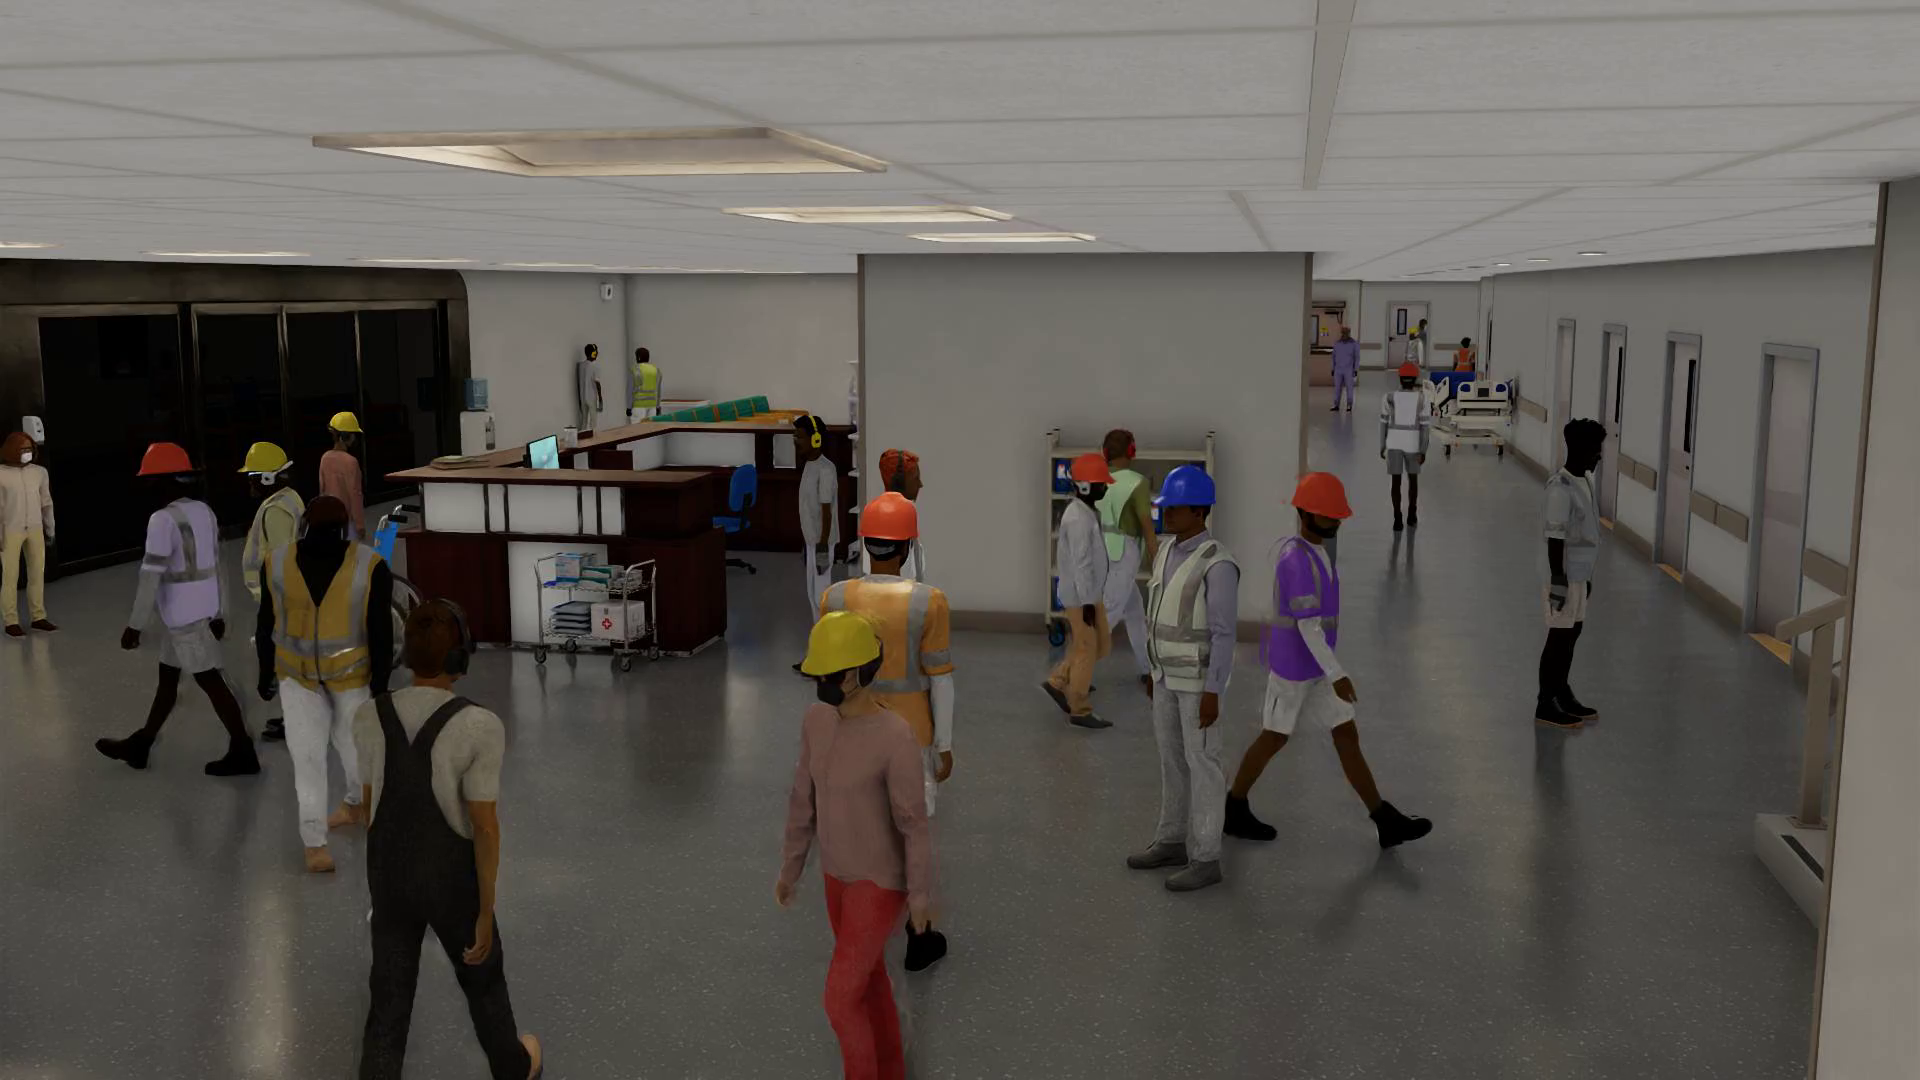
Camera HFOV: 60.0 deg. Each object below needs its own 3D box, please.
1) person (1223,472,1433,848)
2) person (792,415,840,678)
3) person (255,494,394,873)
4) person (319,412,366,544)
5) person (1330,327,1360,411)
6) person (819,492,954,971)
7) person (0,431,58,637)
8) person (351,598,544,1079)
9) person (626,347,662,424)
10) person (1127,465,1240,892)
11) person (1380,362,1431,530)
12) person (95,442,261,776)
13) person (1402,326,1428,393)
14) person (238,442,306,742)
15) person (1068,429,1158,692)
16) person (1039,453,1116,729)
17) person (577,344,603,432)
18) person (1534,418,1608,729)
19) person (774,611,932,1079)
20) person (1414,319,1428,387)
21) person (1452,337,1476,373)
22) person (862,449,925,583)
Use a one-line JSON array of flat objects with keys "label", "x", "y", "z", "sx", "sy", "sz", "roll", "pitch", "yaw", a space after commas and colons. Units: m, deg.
[{"label": "person", "x": 1.755, "y": 0.599, "z": 8.094, "sx": 1.063, "sy": 1.856, "sz": 0.546, "roll": 5, "pitch": 10, "yaw": 31}, {"label": "person", "x": -1.020, "y": 0.044, "z": 11.793, "sx": 0.326, "sy": 1.862, "sz": 0.508, "roll": -3, "pitch": 9, "yaw": -20}, {"label": "person", "x": -3.096, "y": 0.641, "z": 8.132, "sx": 0.663, "sy": 1.783, "sz": 0.923, "roll": -2, "pitch": 9, "yaw": -14}, {"label": "person", "x": -4.936, "y": -0.149, "z": 13.393, "sx": 0.533, "sy": 1.765, "sz": 0.329, "roll": 8, "pitch": 11, "yaw": 41}, {"label": "person", "x": 8.671, "y": -3.855, "z": 37.528, "sx": 0.636, "sy": 1.902, "sz": 0.406, "roll": 5, "pitch": 10, "yaw": 32}, {"label": "person", "x": -0.287, "y": 0.771, "z": 6.705, "sx": 0.550, "sy": 1.937, "sz": 0.357, "roll": 2, "pitch": 9, "yaw": 11}, {"label": "person", "x": -7.439, "y": -0.051, "z": 13.211, "sx": 0.285, "sy": 1.627, "sz": 0.504, "roll": 5, "pitch": 10, "yaw": 29}, {"label": "person", "x": -1.626, "y": 1.073, "z": 5.185, "sx": 0.519, "sy": 1.793, "sz": 0.957, "roll": 1, "pitch": 9, "yaw": 6}, {"label": "person", "x": -4.982, "y": -2.107, "z": 26.170, "sx": 0.429, "sy": 1.838, "sz": 0.629, "roll": 8, "pitch": 12, "yaw": 44}, {"label": "person", "x": 1.043, "y": 0.622, "z": 7.653, "sx": 0.383, "sy": 1.950, "sz": 0.601, "roll": -4, "pitch": 9, "yaw": -24}, {"label": "person", "x": 5.122, "y": -1.092, "z": 19.167, "sx": 0.557, "sy": 1.896, "sz": 0.893, "roll": 3, "pitch": 9, "yaw": 17}, {"label": "person", "x": -4.429, "y": 0.400, "z": 9.311, "sx": 0.978, "sy": 1.882, "sz": 0.565, "roll": 0, "pitch": 9, "yaw": -3}, {"label": "person", "x": 11.850, "y": -4.662, "z": 43.251, "sx": 0.880, "sy": 1.798, "sz": 0.592, "roll": -2, "pitch": 9, "yaw": -13}, {"label": "person", "x": -4.154, "y": 0.311, "z": 10.150, "sx": 0.403, "sy": 1.824, "sz": 0.596, "roll": -3, "pitch": 9, "yaw": -17}, {"label": "person", "x": 1.072, "y": 0.136, "z": 11.394, "sx": 0.949, "sy": 1.798, "sz": 0.604, "roll": -5, "pitch": 10, "yaw": -30}, {"label": "person", "x": 0.757, "y": 0.319, "z": 10.363, "sx": 0.424, "sy": 1.734, "sz": 0.568, "roll": 2, "pitch": 9, "yaw": 15}, {"label": "person", "x": -6.066, "y": -2.282, "z": 27.255, "sx": 0.520, "sy": 1.857, "sz": 0.331, "roll": 5, "pitch": 10, "yaw": 30}, {"label": "person", "x": 3.823, "y": 0.205, "z": 10.425, "sx": 0.388, "sy": 1.952, "sz": 0.614, "roll": 6, "pitch": 10, "yaw": 34}, {"label": "person", "x": -0.374, "y": 1.081, "z": 5.251, "sx": 0.579, "sy": 1.743, "sz": 0.542, "roll": -7, "pitch": 11, "yaw": -38}, {"label": "person", "x": 12.903, "y": -5.237, "z": 46.625, "sx": 0.371, "sy": 1.929, "sz": 0.636, "roll": 4, "pitch": 9, "yaw": 25}, {"label": "person", "x": 11.490, "y": -3.812, "z": 38.015, "sx": 0.561, "sy": 1.664, "sz": 0.687, "roll": 6, "pitch": 10, "yaw": 34}, {"label": "person", "x": -0.357, "y": 0.446, "z": 9.037, "sx": 0.338, "sy": 1.882, "sz": 0.583, "roll": -3, "pitch": 9, "yaw": -19}]
